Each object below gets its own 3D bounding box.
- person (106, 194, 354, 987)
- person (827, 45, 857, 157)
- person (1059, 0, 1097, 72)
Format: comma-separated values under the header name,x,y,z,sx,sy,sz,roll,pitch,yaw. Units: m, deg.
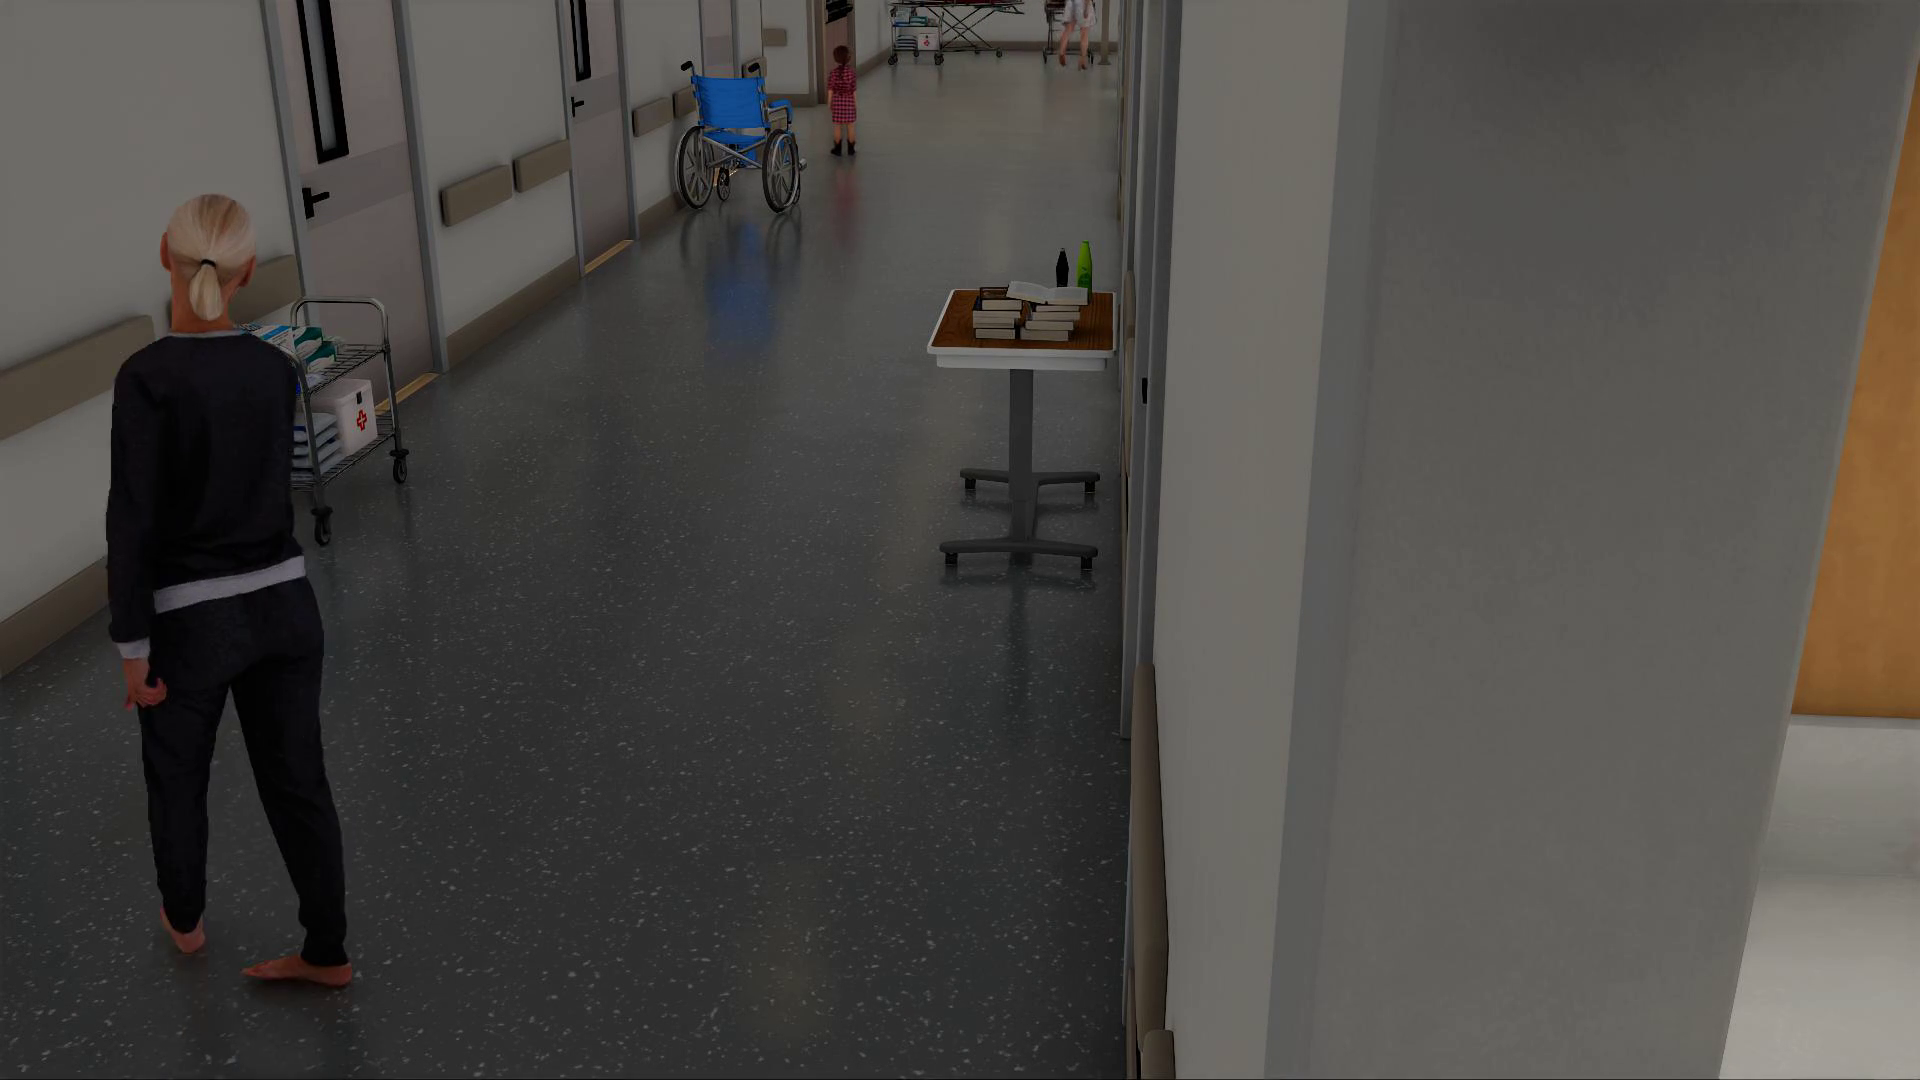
name,x,y,z,sx,sy,sz,roll,pitch,yaw
person,-1.503,0.175,3.444,0.955,1.684,0.908,10,23,25
person,-1.132,-4.230,16.010,0.473,1.020,0.500,-3,21,-9
person,1.635,-7.570,23.814,0.917,1.741,1.210,11,23,27
